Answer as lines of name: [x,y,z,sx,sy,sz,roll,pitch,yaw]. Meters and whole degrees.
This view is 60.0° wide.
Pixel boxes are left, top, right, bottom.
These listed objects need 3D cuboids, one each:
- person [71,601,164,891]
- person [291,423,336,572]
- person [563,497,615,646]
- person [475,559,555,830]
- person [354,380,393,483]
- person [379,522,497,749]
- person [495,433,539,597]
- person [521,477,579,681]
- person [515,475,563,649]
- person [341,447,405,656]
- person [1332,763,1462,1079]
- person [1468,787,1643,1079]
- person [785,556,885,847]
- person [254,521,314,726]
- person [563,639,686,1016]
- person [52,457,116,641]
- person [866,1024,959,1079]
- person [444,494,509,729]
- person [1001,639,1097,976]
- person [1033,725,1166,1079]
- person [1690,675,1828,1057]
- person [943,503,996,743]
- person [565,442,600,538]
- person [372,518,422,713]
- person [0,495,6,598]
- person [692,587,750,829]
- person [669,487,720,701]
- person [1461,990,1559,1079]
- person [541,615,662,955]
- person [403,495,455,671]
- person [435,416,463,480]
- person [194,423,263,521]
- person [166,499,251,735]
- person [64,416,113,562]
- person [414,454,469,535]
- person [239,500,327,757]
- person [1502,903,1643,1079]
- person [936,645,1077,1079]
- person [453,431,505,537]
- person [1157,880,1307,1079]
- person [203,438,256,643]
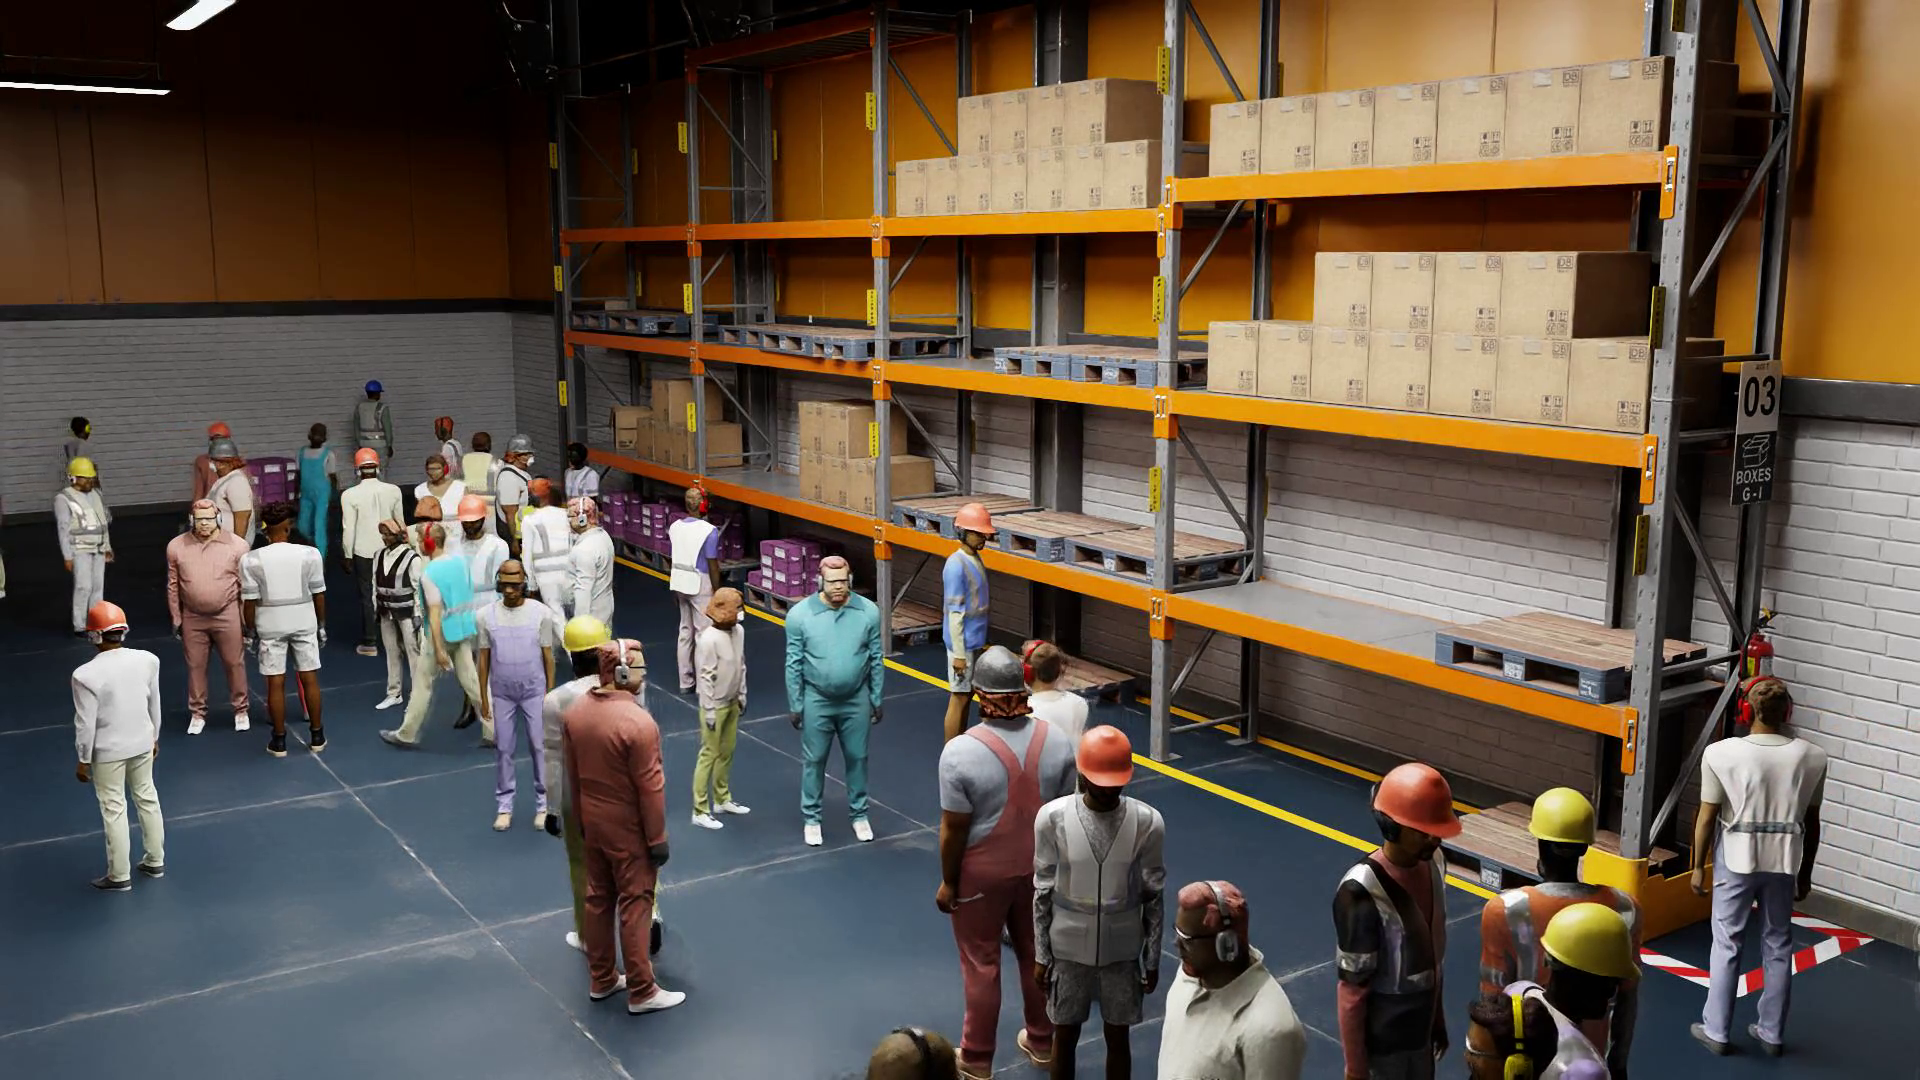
person: [-5.077,1.232,10.025,0.326,1.752,0.559,5,11,26]
person: [-7.784,-0.509,20.065,0.540,1.817,0.574,1,10,5]
person: [-2.973,0.600,13.318,0.399,1.900,0.644,0,10,1]
person: [-2.932,1.024,11.023,0.501,1.838,0.339,-1,10,-7]
person: [-8.854,-1.444,25.172,0.609,1.943,0.402,3,10,16]
person: [-3.971,0.753,12.780,0.977,1.789,0.559,3,10,15]
person: [-4.427,-0.081,16.896,0.535,2.000,0.681,-1,10,-6]
person: [-3.611,0.353,14.972,0.965,1.841,0.629,7,12,34]
person: [-4.048,0.219,16.141,0.533,1.697,0.319,3,10,19]
person: [-5.613,0.109,15.919,0.618,1.990,0.394,-9,13,-43]
person: [1.592,1.778,6.027,0.402,2.031,0.614,9,13,44]
person: [2.125,1.832,5.998,0.594,1.925,0.378,-1,10,-6]
person: [-0.799,1.035,10.769,0.648,1.899,0.400,-2,10,-14]
person: [-5.525,0.630,13.528,0.526,1.768,0.331,-4,11,-24]
person: [-1.692,1.435,8.407,0.640,1.904,0.401,8,13,40]
person: [-8.707,0.079,16.590,0.404,1.829,0.596,2,10,12]
person: [-0.229,2.149,4.128,0.590,1.939,0.798,-1,10,-3]
person: [-3.874,0.584,13.347,0.542,1.928,0.396,1,10,5]
person: [0.455,1.420,8.782,0.568,1.809,0.917,-9,13,-41]
person: [0.574,1.689,6.861,0.548,1.926,0.387,0,10,1]
person: [3.770,1.556,7.880,0.561,1.838,0.393,1,10,5]
person: [0.077,0.738,12.085,0.388,2.039,0.613,2,10,14]
person: [-4.349,-0.288,19.139,0.533,1.693,0.318,7,12,36]
person: [-4.696,0.627,13.915,0.522,1.640,0.306,4,11,24]
person: [-10.842,-0.141,18.438,0.501,1.633,0.286,3,10,16]
person: [-1.592,1.111,11.150,0.331,1.622,0.507,4,11,23]
person: [-2.283,0.461,14.317,0.563,1.837,0.394,9,13,41]
person: [1.474,2.117,4.511,0.310,1.866,0.551,2,10,12]
person: [-1.919,1.348,8.909,0.591,1.906,0.659,-8,13,-40]
person: [-4.849,0.397,15.280,0.507,1.632,0.278,1,10,4]
person: [-6.192,-0.566,20.226,0.363,1.877,0.584,-1,10,-7]
person: [-8.198,-0.344,18.704,0.639,1.941,0.968,1,10,7]
person: [-5.964,0.614,13.256,0.642,1.901,0.395,-2,10,-13]
person: [-10.767,-0.609,20.571,0.549,1.844,0.389,4,10,21]
person: [-5.285,-0.001,17.123,0.586,1.810,0.878,0,10,-3]
person: [-5.146,0.674,12.691,0.608,1.962,0.374,-5,11,-27]
person: [1.801,2.005,5.040,0.397,1.913,0.588,-1,10,-4]
person: [0.167,1.483,7.714,0.686,2.000,0.535,-5,11,-27]
person: [-5.415,-0.321,18.935,0.637,1.835,0.440,1,10,4]
person: [0.802,1.982,5.230,0.400,1.894,0.653,-3,10,-19]
person: [-7.221,0.009,16.365,0.539,2.000,0.689,-6,11,-32]
